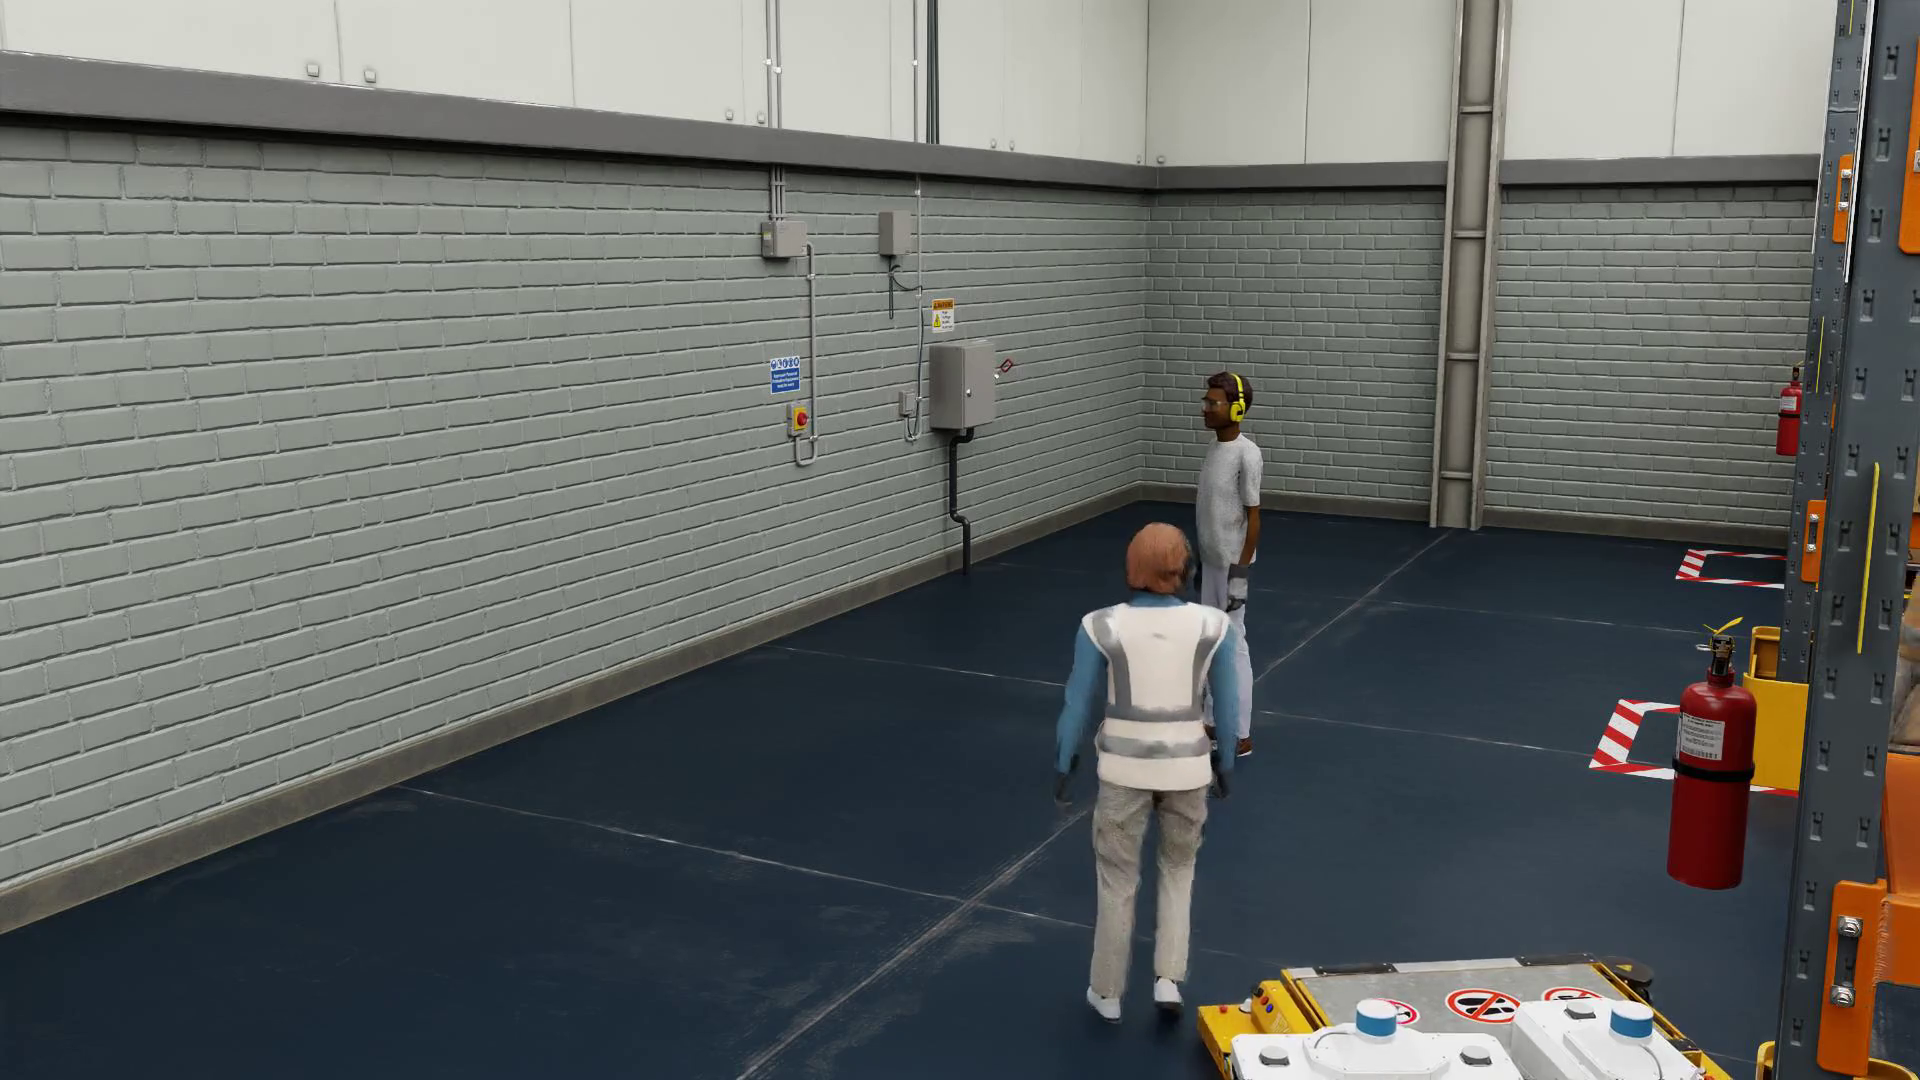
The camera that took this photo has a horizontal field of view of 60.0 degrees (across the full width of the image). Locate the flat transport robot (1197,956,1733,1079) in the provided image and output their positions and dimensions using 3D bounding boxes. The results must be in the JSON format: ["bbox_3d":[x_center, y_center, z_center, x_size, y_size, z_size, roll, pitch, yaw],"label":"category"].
[{"bbox_3d":[1.488,1.487,4.964,1.431,0.197,0.652,-1,10,-6],"label":"flat transport robot"}]

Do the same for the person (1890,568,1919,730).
[{"bbox_3d":[3.233,0.631,5.279,0.547,1.883,0.947,-3,11,-16],"label":"person"}]

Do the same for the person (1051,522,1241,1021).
[{"bbox_3d":[0.586,0.755,5.303,0.608,1.630,0.352,-1,10,-3],"label":"person"}]

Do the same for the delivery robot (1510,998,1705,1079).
[{"bbox_3d":[1.707,1.427,4.261,0.477,0.478,0.707,-1,10,-7],"label":"delivery robot"}]

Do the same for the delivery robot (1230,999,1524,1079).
[{"bbox_3d":[1.058,1.425,4.270,0.707,0.478,0.477,0,10,0],"label":"delivery robot"}]

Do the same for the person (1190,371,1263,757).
[{"bbox_3d":[1.254,0.124,8.021,0.328,1.877,0.510,-3,11,-18],"label":"person"}]
